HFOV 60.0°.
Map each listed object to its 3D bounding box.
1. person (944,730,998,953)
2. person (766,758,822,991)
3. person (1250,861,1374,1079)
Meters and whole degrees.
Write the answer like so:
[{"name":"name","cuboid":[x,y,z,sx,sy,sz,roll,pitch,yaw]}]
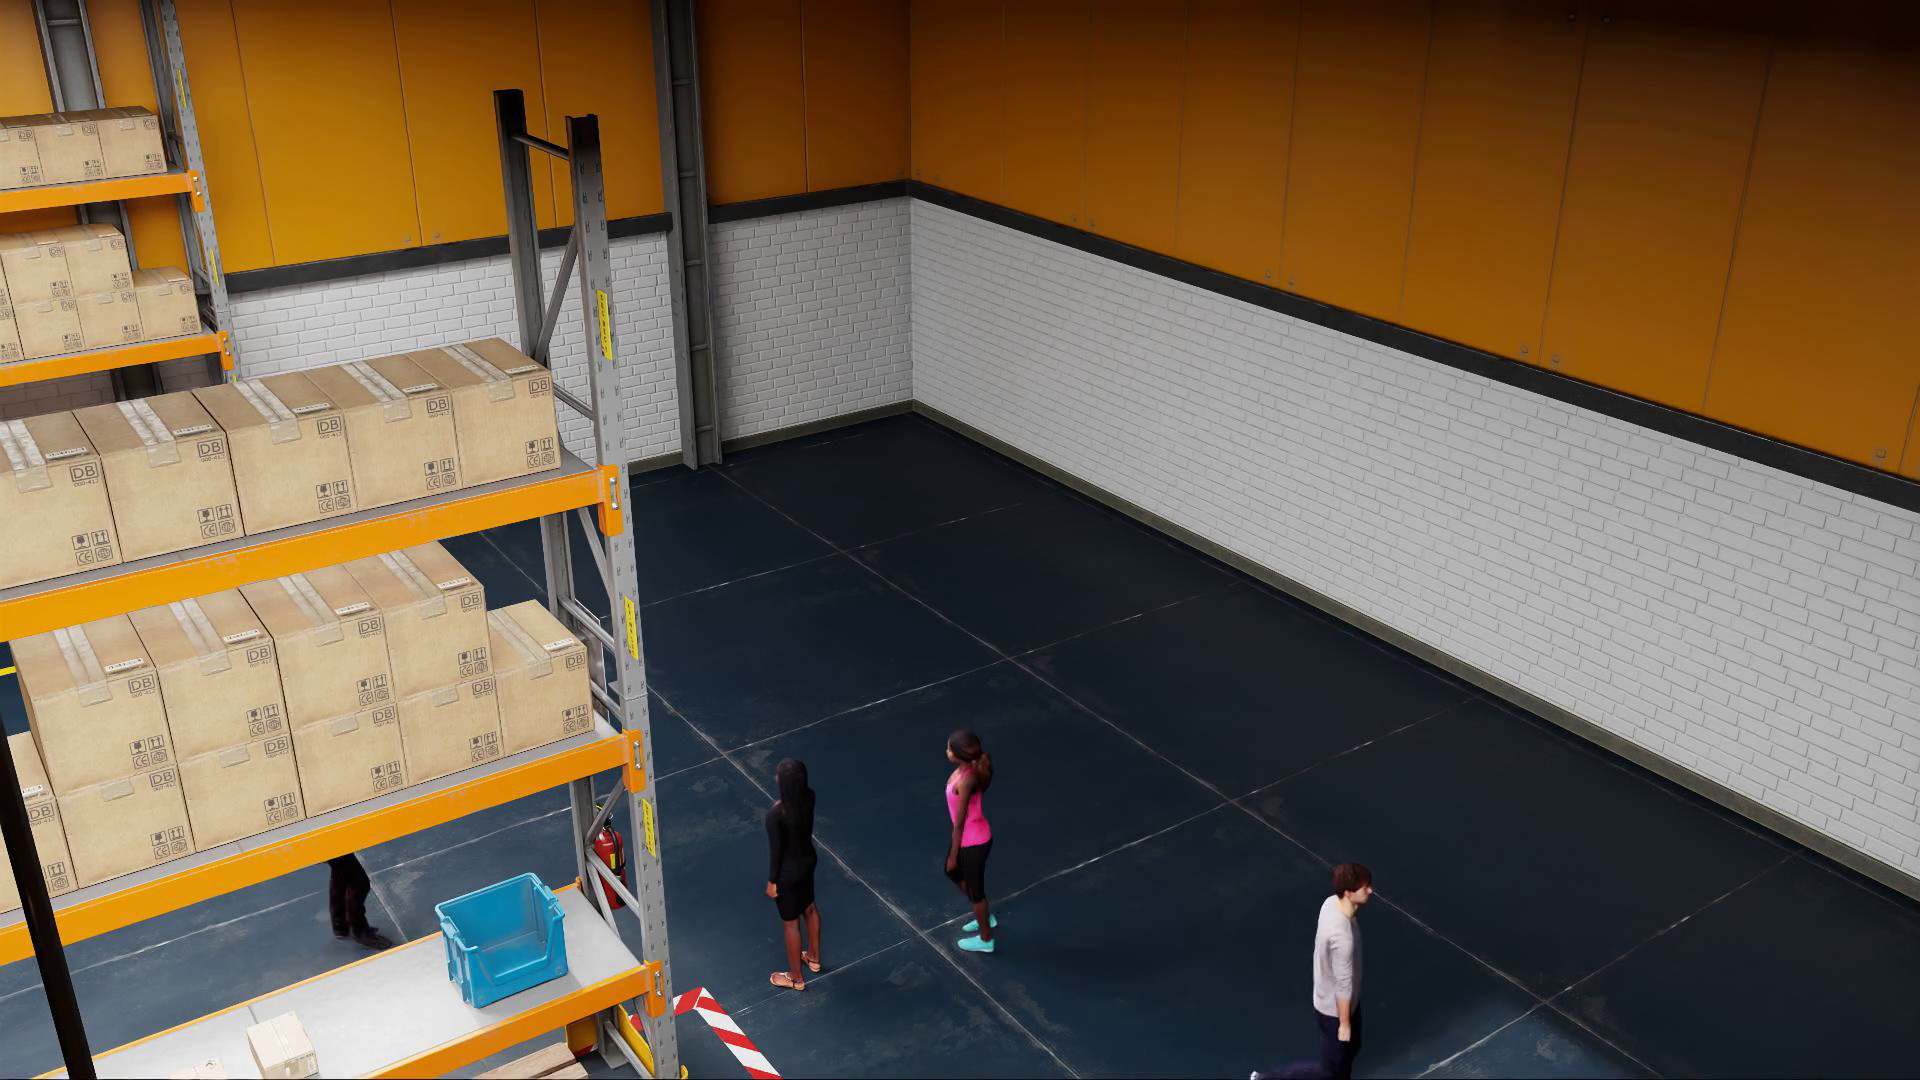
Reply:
[{"name":"person","cuboid":[0.168,2.056,11.279,0.747,1.707,0.692,1,24,3]},{"name":"person","cuboid":[-1.100,2.179,10.981,0.744,1.720,0.602,13,27,27]},{"name":"person","cuboid":[2.114,2.679,9.704,1.092,1.826,1.056,5,24,11]}]
